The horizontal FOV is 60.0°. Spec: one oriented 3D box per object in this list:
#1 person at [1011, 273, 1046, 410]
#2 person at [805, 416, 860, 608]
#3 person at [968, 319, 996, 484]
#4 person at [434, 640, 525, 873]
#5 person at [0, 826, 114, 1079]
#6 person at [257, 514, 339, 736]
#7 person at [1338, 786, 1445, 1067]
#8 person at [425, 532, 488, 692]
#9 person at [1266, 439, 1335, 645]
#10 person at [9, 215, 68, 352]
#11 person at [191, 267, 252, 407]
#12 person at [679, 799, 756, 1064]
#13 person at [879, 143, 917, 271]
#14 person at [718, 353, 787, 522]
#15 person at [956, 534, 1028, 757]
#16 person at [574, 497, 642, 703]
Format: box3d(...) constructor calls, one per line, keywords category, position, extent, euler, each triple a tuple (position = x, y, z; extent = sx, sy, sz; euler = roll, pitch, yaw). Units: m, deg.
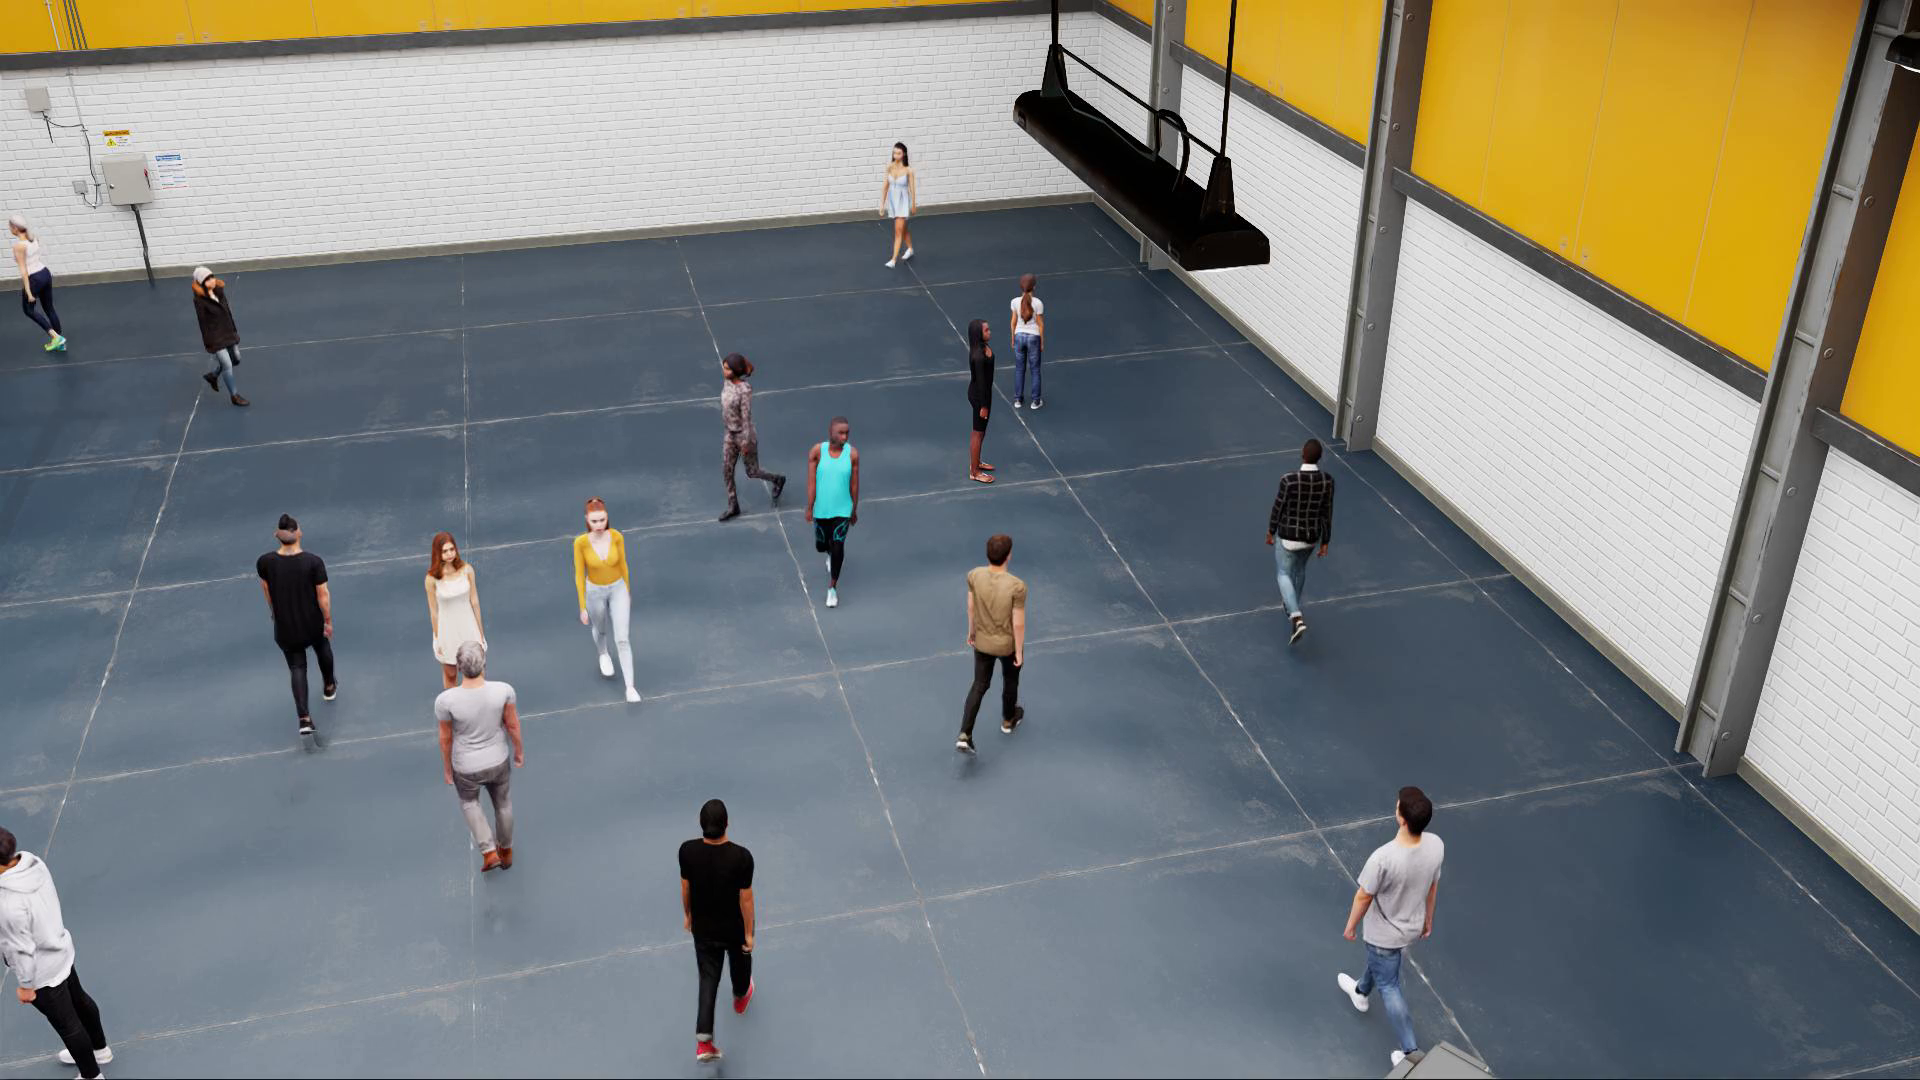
box3d(category="person", position=(0.754, -2.230, 18.560), extent=(0.636, 1.562, 0.676), euler=(10, 30, 17))
box3d(category="person", position=(-1.120, -0.307, 14.797), extent=(0.792, 1.789, 0.962), euler=(1, 29, 1))
box3d(category="person", position=(0.216, -1.440, 16.946), extent=(0.733, 1.721, 0.559), euler=(2, 29, 4))
box3d(category="person", position=(-3.248, 1.557, 11.353), extent=(0.768, 1.815, 0.806), euler=(-12, 31, -21))
box3d(category="person", position=(-5.304, 2.424, 9.648), extent=(0.732, 1.926, 0.486), euler=(-7, 29, -12))
box3d(category="person", position=(-5.170, 0.666, 12.981), extent=(0.676, 1.821, 1.174), euler=(-7, 29, -12))
box3d(category="person", position=(2.634, 2.331, 9.899), extent=(0.821, 1.849, 1.232), euler=(-13, 31, -22))
box3d(category="person", position=(-3.952, 0.695, 13.045), extent=(0.598, 1.709, 0.585), euler=(-14, 32, -24))
box3d(category="person", position=(2.903, 0.023, 14.185), extent=(0.752, 1.797, 1.121), euler=(-4, 29, -7))
box3d(category="person", position=(-10.976, -3.059, 19.944), extent=(0.782, 1.692, 0.701), euler=(4, 29, 7))
box3d(category="person", position=(-8.329, -2.284, 18.601), extent=(0.916, 1.618, 0.914), euler=(8, 30, 15))
box3d(category="person", position=(-1.450, 2.359, 9.973), extent=(0.914, 1.728, 1.189), euler=(3, 29, 6))
box3d(category="person", position=(-0.790, -4.591, 22.772), extent=(1.080, 1.673, 1.183), euler=(13, 31, 23))
box3d(category="person", position=(-2.057, -1.012, 16.192), extent=(0.935, 1.692, 1.030), euler=(-24, 36, -36))
box3d(category="person", position=(0.231, 0.822, 12.690), extent=(1.153, 1.825, 1.243), euler=(14, 32, 24))
box3d(category="person", position=(-2.912, 0.443, 13.526), extent=(0.711, 1.690, 1.198), euler=(-11, 31, -20))
